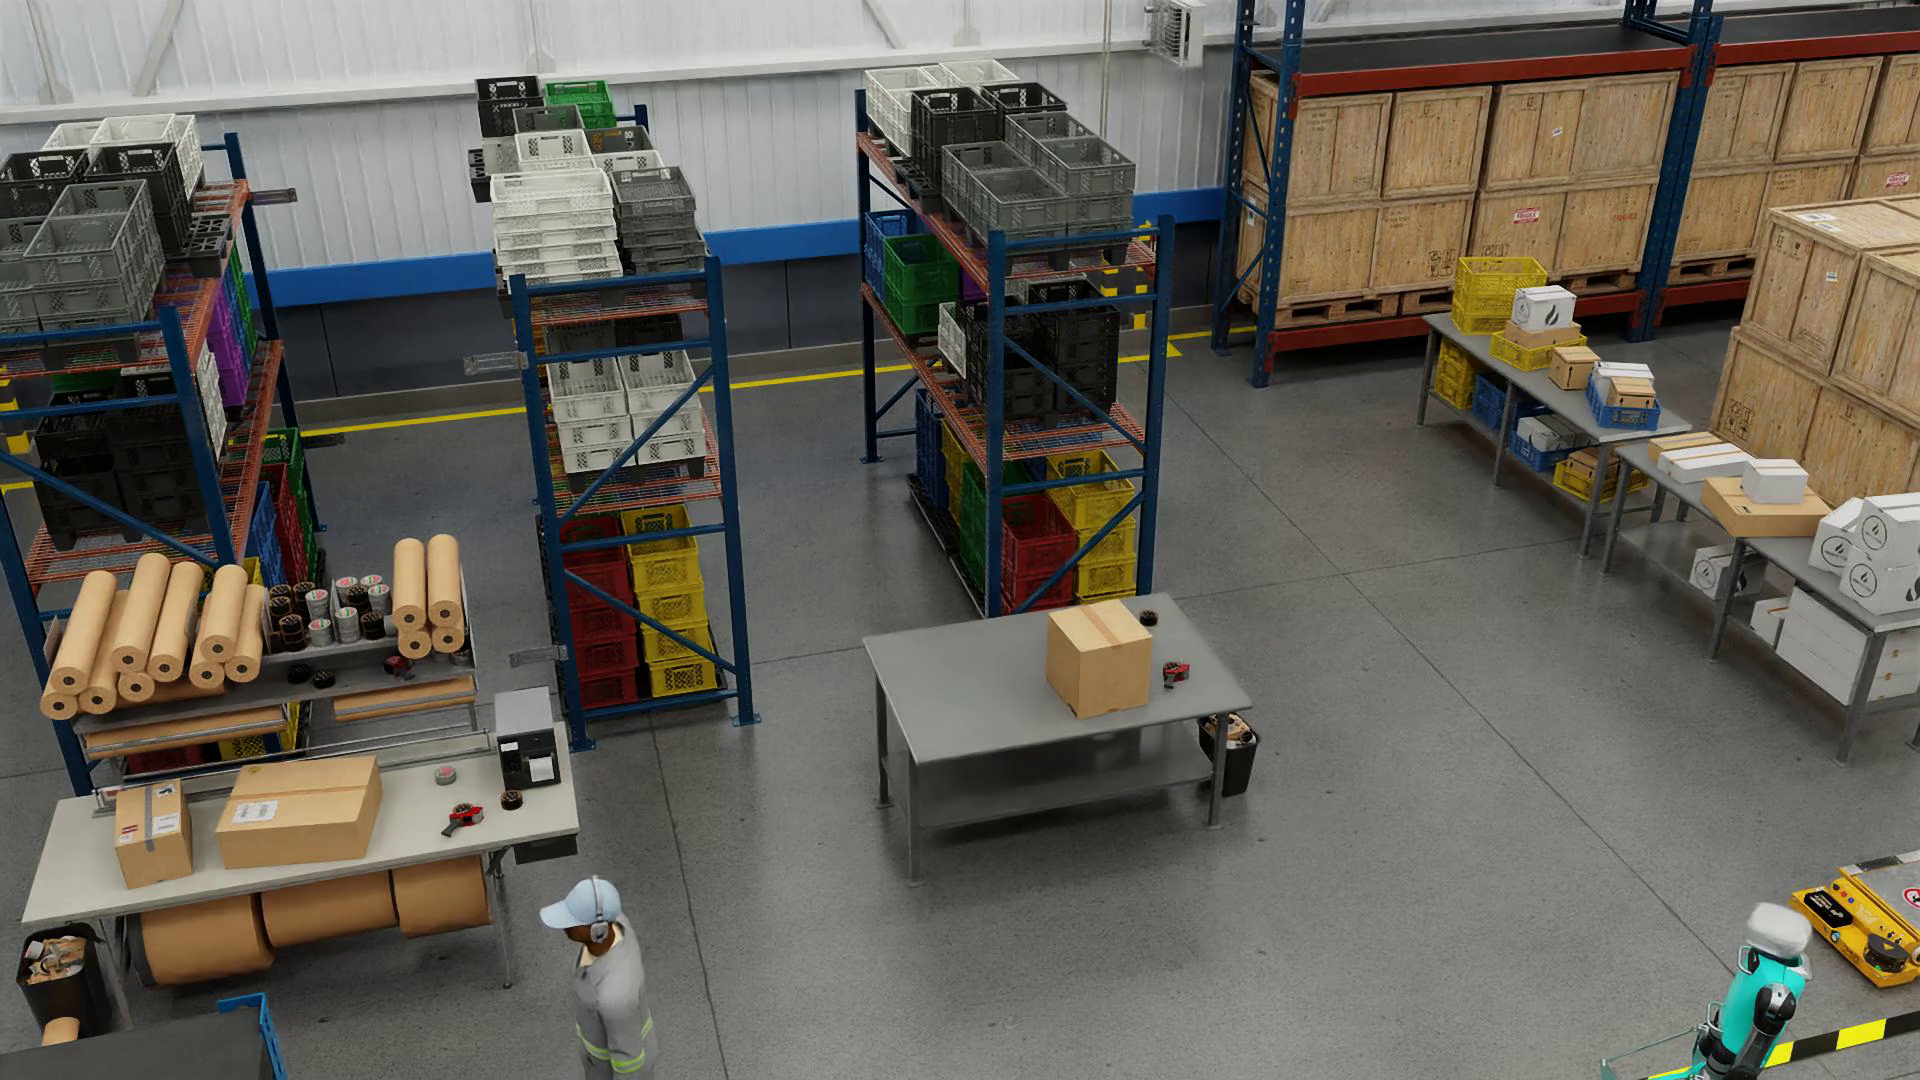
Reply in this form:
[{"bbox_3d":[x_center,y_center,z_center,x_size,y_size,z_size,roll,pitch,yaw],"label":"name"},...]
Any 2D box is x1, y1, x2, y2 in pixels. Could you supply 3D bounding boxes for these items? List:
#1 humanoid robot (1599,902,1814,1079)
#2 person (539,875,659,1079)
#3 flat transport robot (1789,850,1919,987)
[{"bbox_3d":[2.862,2.101,6.675,0.735,1.677,0.533,12,31,21],"label":"humanoid robot"},{"bbox_3d":[-1.406,2.094,6.707,0.374,1.852,0.588,-9,30,-17],"label":"person"},{"bbox_3d":[5.163,1.916,8.676,1.431,0.231,0.659,-8,30,-14],"label":"flat transport robot"}]
